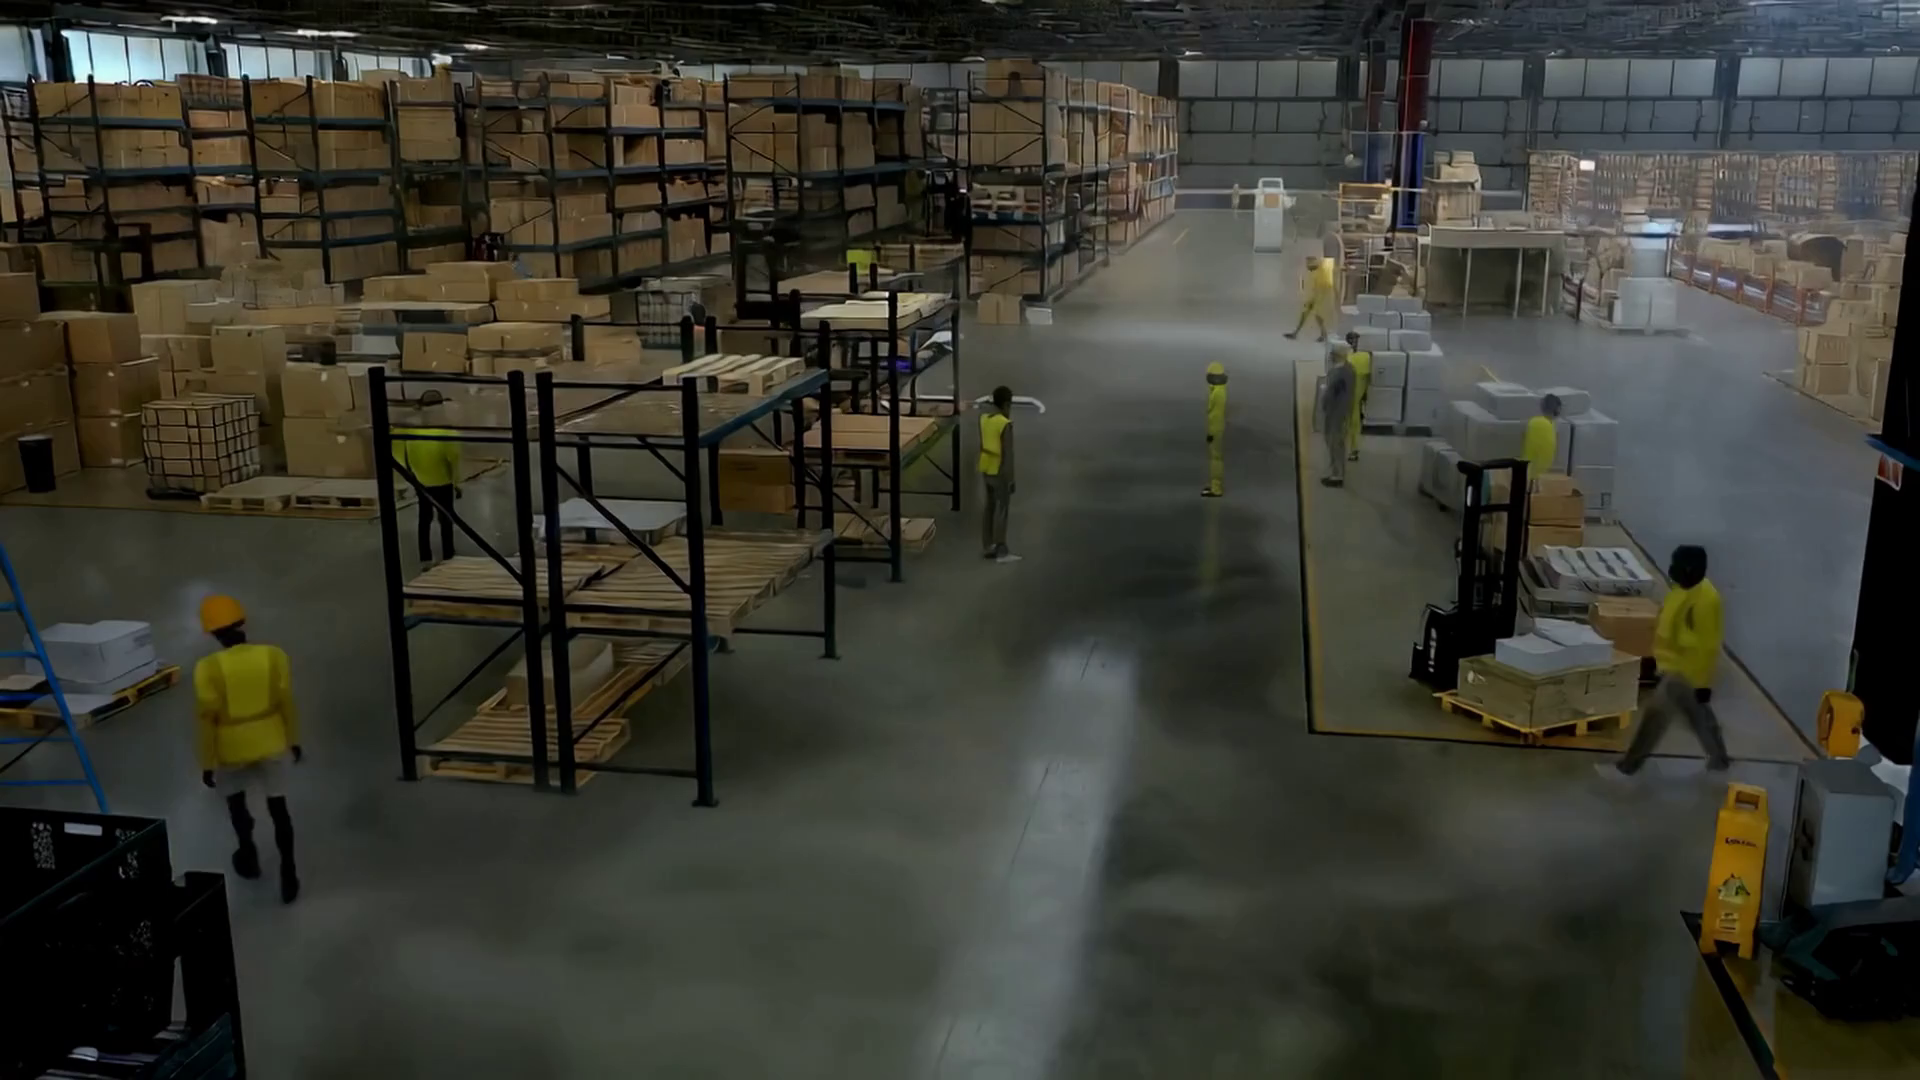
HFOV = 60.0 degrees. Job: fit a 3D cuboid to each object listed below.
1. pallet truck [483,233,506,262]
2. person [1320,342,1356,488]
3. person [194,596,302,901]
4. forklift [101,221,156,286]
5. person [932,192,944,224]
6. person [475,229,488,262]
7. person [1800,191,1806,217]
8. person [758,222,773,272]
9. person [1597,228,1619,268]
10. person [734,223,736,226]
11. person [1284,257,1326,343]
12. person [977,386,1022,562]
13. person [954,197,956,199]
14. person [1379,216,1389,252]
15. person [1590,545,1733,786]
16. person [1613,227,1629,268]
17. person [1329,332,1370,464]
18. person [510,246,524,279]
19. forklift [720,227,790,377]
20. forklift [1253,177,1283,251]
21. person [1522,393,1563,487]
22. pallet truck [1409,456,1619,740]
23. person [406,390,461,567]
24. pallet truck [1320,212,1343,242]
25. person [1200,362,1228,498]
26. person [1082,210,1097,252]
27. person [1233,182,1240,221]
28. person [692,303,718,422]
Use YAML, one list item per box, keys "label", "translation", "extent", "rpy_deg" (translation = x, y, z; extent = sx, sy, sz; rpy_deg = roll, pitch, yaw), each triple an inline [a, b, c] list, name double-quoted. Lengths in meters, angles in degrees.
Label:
- label: "pallet truck"
  translation: [-11.832, -7.026, 43.548]
  extent: [1.885, 1.965, 0.823]
  rpy_deg: [8, 16, 28]
- label: "person"
  translation: [4.959, -1.634, 21.807]
  extent: [0.477, 1.926, 0.641]
  rpy_deg: [-4, 14, -16]
- label: "person"
  translation: [-4.367, 1.237, 10.200]
  extent: [0.601, 1.889, 0.840]
  rpy_deg: [-10, 17, -36]
- label: "forklift"
  translation: [-16.772, -5.071, 33.793]
  extent: [1.129, 2.768, 1.873]
  rpy_deg: [3, 14, 10]
- label: "person"
  translation: [-1.089, -16.789, 83.617]
  extent: [0.601, 1.797, 0.913]
  rpy_deg: [3, 14, 12]
- label: "person"
  translation: [-14.797, -8.836, 51.638]
  extent: [0.307, 1.638, 0.511]
  rpy_deg: [10, 17, 36]
- label: "person"
  translation: [40.426, -15.881, 79.846]
  extent: [0.448, 1.827, 0.589]
  rpy_deg: [5, 15, 20]
- label: "person"
  translation: [-6.412, -9.906, 55.441]
  extent: [0.614, 1.896, 0.455]
  rpy_deg: [1, 14, 5]
- label: "person"
  translation: [19.224, -8.340, 49.337]
  extent: [0.605, 1.779, 0.987]
  rpy_deg: [2, 14, 9]
- label: "person"
  translation: [-9.465, -13.185, 69.303]
  extent: [0.279, 1.633, 0.504]
  rpy_deg: [5, 15, 18]
- label: "person"
  translation: [7.729, -5.316, 36.830]
  extent: [0.985, 1.883, 0.549]
  rpy_deg: [2, 14, 7]
- label: "person"
  translation: [0.406, -0.721, 18.111]
  extent: [0.397, 1.919, 0.590]
  rpy_deg: [-8, 16, -29]
- label: "person"
  translation: [-0.111, -17.981, 88.539]
  extent: [0.522, 1.746, 0.514]
  rpy_deg: [11, 18, 38]
- label: "person"
  translation: [14.216, -9.857, 55.348]
  extent: [0.720, 1.849, 0.919]
  rpy_deg: [-9, 17, -33]
- label: "person"
  translation: [5.097, 0.904, 11.795]
  extent: [1.008, 1.792, 0.623]
  rpy_deg: [3, 14, 11]
- label: "person"
  translation: [20.759, -9.024, 52.348]
  extent: [0.537, 1.668, 0.817]
  rpy_deg: [3, 14, 13]
- label: "person"
  translation: [5.509, -2.012, 23.465]
  extent: [0.528, 1.865, 0.313]
  rpy_deg: [11, 18, 38]
- label: "person"
  translation: [-10.937, -6.280, 40.853]
  extent: [0.852, 1.838, 0.522]
  rpy_deg: [6, 15, 22]
- label: "forklift"
  translation: [-3.787, -4.493, 31.447]
  extent: [1.129, 2.768, 1.873]
  rpy_deg: [3, 14, 10]
- label: "forklift"
  translation: [12.083, -12.747, 64.956]
  extent: [1.129, 2.768, 1.873]
  rpy_deg: [3, 14, 10]
- label: "person"
  translation: [6.215, -0.687, 18.066]
  extent: [1.026, 1.879, 0.680]
  rpy_deg: [3, 14, 13]
- label: "pallet truck"
  translation: [4.504, 0.400, 13.395]
  extent: [0.823, 1.965, 1.885]
  rpy_deg: [-6, 15, -23]
- label: "person"
  translation: [-5.621, -0.650, 17.836]
  extent: [0.585, 1.918, 0.409]
  rpy_deg: [3, 14, 13]
- label: "pallet truck"
  translation: [15.874, -13.227, 70.310]
  extent: [0.680, 1.201, 1.601]
  rpy_deg: [10, 17, 35]
- label: "person"
  translation: [3.249, -1.405, 21.248]
  extent: [0.294, 1.744, 0.487]
  rpy_deg: [4, 14, 15]
- label: "person"
  translation: [4.541, -10.856, 59.368]
  extent: [1.057, 1.887, 0.617]
  rpy_deg: [3, 14, 11]
- label: "person"
  translation: [14.345, -17.577, 86.428]
  extent: [0.416, 1.987, 0.607]
  rpy_deg: [0, 14, 1]
- label: "person"
  translation: [-4.079, -2.749, 26.244]
  extent: [0.362, 1.965, 0.612]
  rpy_deg: [13, 19, 42]
